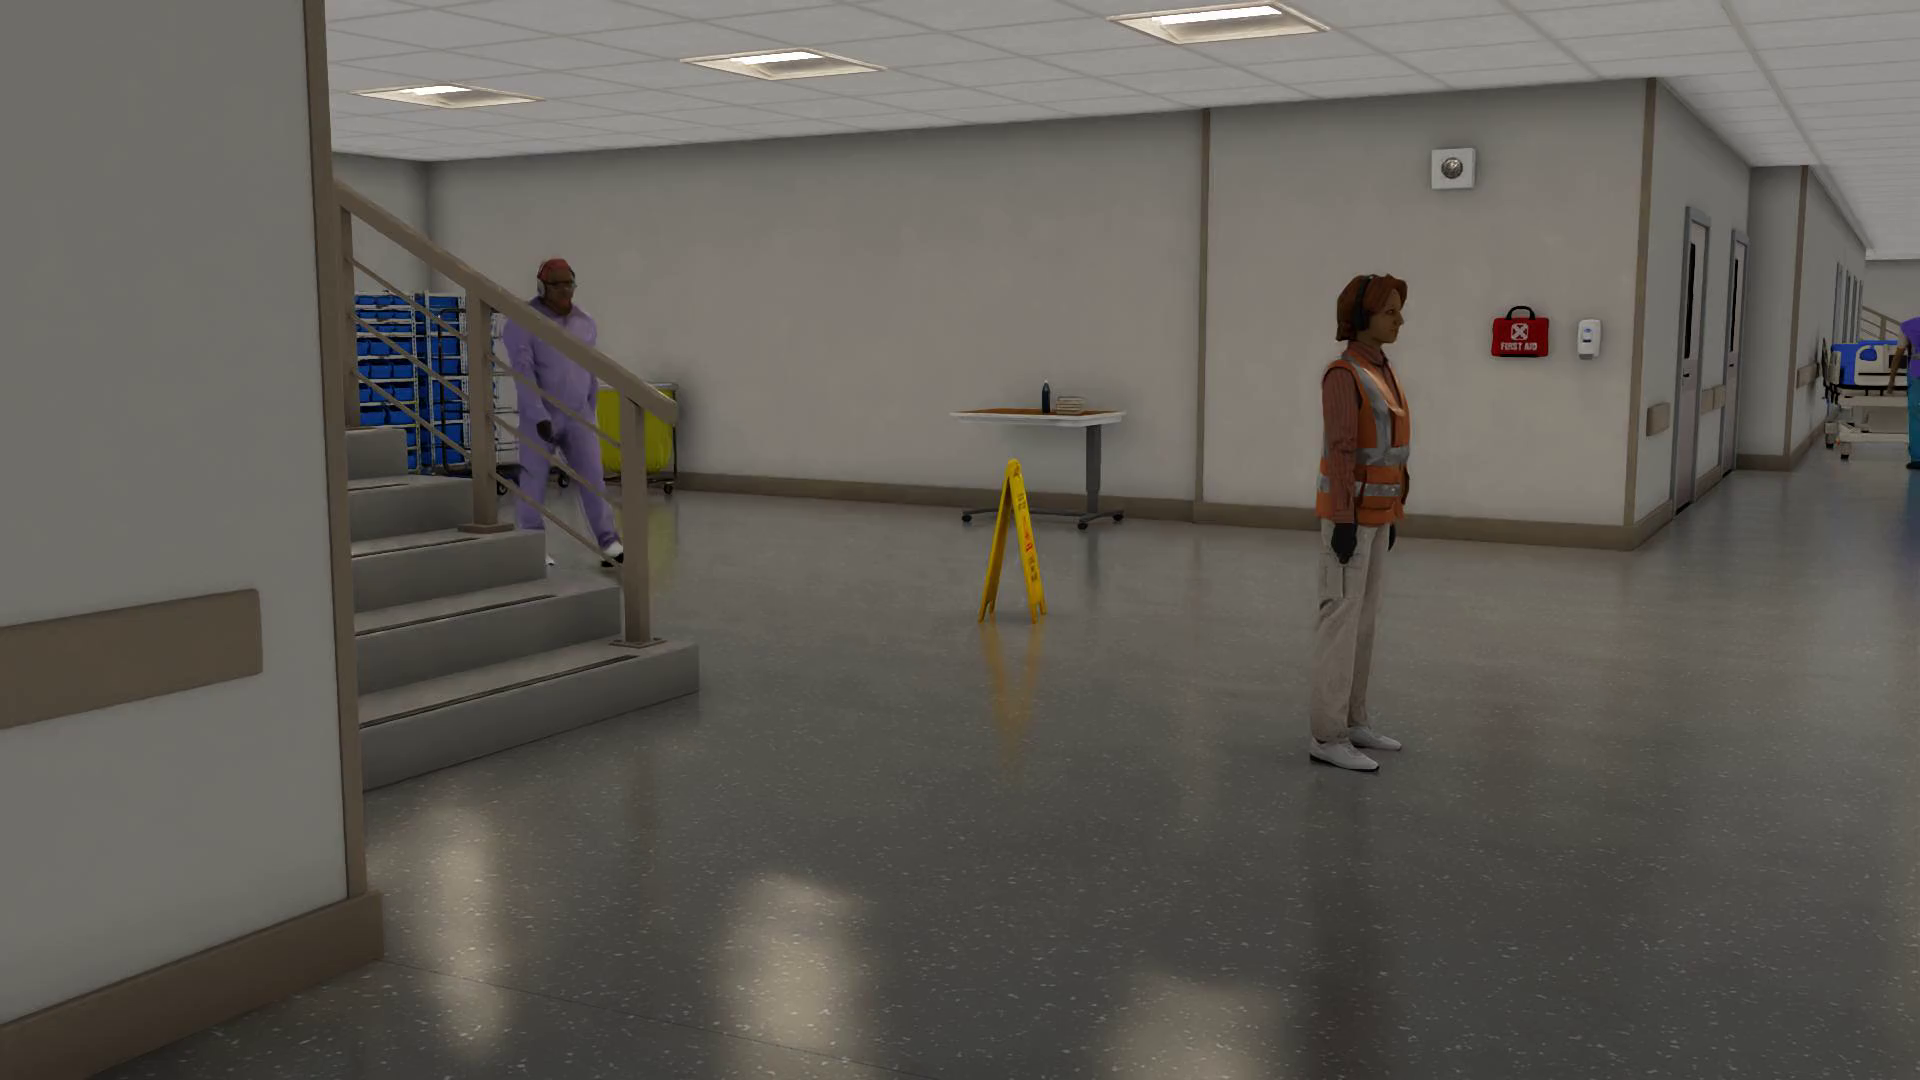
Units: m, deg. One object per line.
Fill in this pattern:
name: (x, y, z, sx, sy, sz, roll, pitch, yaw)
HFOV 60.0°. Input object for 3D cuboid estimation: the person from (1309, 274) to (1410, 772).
person: (1.343, -0.064, 5.580, 0.308, 1.639, 0.524, 4, 9, 29)

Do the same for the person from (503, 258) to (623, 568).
person: (-2.365, -0.732, 9.909, 0.648, 1.856, 1.020, -7, 10, -42)

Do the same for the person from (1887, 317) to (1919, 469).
person: (9.812, -1.627, 16.925, 0.626, 1.809, 0.636, 3, 8, 19)
